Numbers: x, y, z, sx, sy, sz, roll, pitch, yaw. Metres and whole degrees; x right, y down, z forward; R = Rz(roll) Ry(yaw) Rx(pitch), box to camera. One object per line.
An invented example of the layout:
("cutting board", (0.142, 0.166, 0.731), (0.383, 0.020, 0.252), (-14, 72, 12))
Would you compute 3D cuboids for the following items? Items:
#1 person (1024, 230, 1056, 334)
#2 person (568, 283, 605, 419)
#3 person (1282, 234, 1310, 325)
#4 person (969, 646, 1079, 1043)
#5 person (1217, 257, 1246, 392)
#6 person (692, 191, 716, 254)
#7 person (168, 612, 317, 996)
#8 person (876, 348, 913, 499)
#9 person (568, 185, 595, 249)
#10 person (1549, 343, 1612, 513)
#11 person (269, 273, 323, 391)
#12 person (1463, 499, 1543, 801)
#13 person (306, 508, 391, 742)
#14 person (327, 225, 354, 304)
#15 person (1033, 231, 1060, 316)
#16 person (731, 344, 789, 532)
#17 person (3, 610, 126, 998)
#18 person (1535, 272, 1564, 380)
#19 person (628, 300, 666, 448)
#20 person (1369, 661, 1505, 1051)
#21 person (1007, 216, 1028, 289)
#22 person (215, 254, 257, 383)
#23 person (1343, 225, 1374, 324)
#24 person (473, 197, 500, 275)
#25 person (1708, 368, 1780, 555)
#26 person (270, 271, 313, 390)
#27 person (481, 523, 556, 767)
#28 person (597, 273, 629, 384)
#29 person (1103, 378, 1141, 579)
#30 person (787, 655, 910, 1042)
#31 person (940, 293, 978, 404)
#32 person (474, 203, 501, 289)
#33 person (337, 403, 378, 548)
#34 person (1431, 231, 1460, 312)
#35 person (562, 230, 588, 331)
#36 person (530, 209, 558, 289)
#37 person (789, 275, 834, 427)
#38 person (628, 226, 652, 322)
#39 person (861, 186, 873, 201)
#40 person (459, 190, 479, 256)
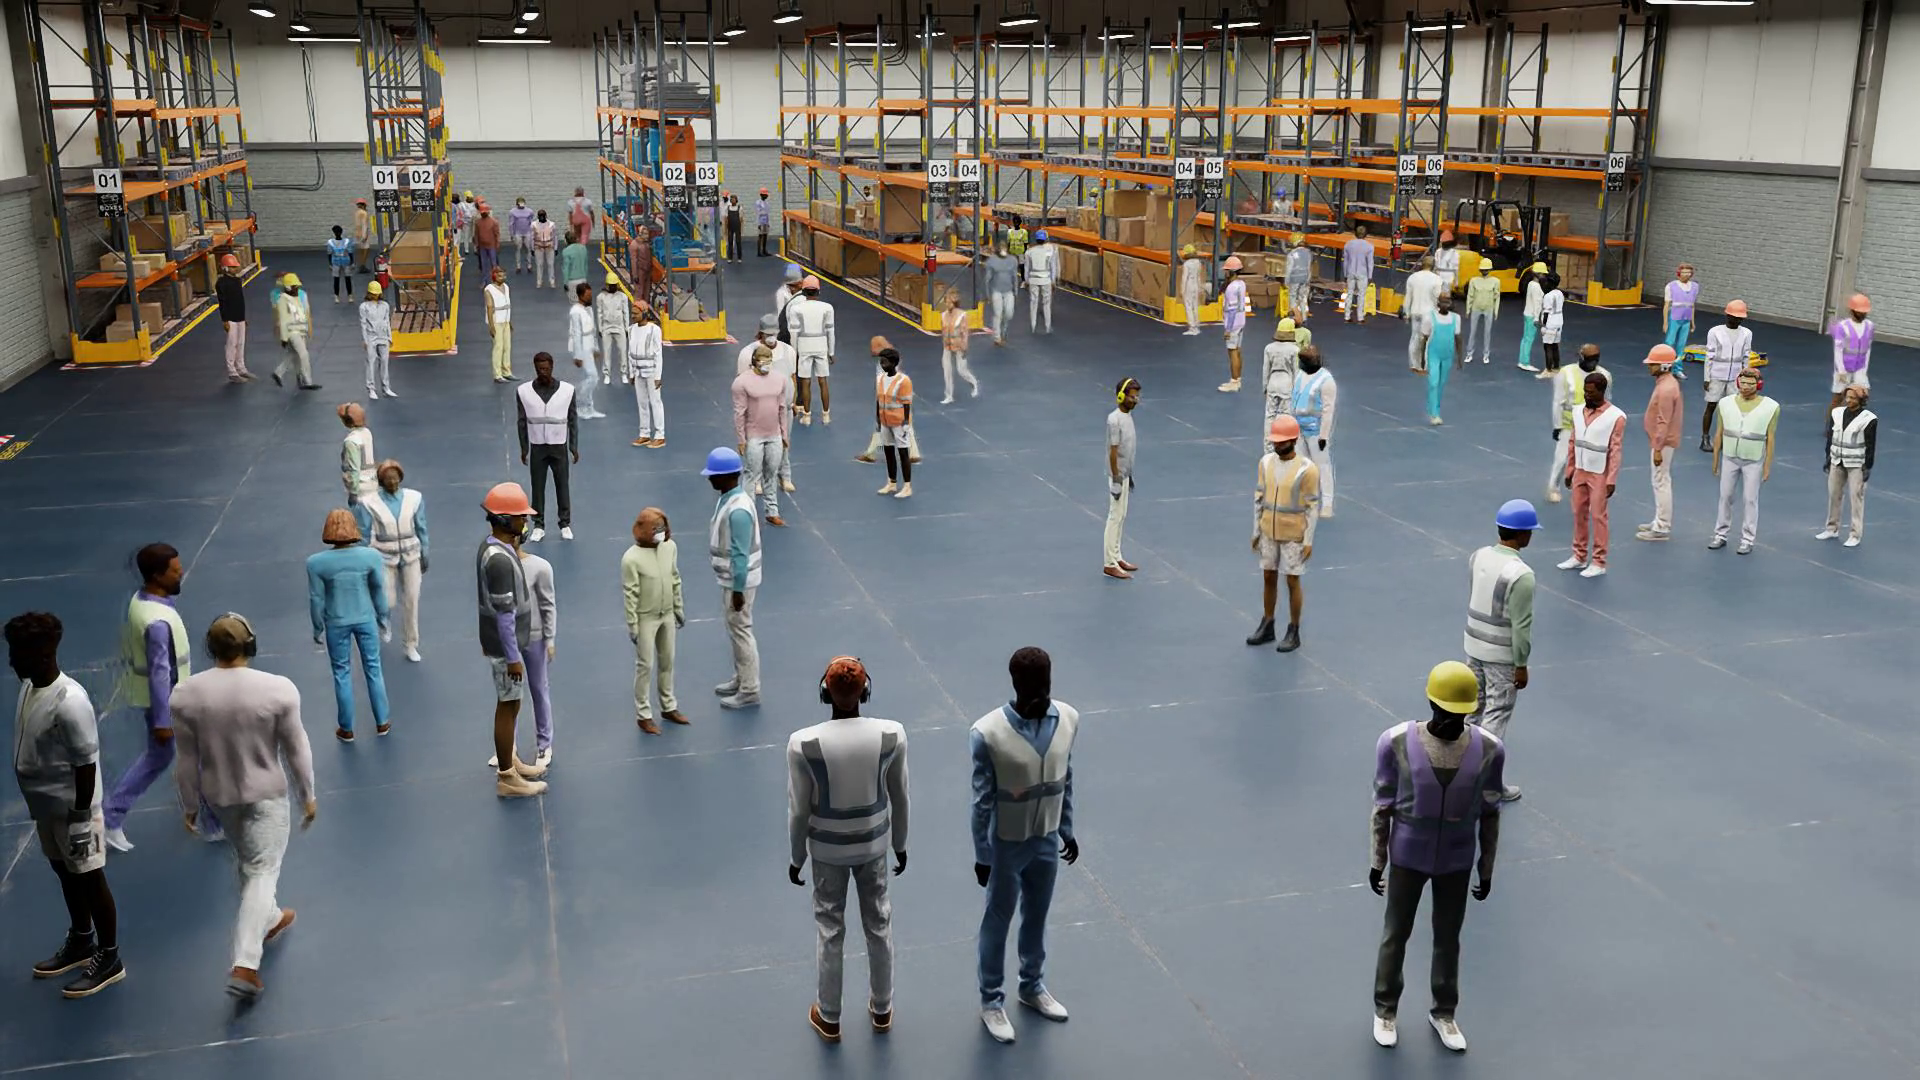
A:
("person", (1.520, -4.885, 31.495), (0.604, 1.949, 0.398), (4, 15, 13))
("person", (-5.191, -2.613, 23.043), (0.439, 1.905, 0.633), (0, 15, 1))
("person", (6.580, -5.071, 32.535), (0.616, 1.798, 0.413), (-10, 18, -34))
("person", (0.300, 1.405, 7.886), (0.590, 1.918, 0.389), (-10, 18, -33))
("person", (4.116, -3.257, 25.188), (0.395, 2.044, 0.609), (7, 16, 23))
("person", (-7.411, -9.094, 47.495), (0.942, 1.856, 0.603), (-1, 15, -4))
("person", (-3.592, 1.298, 8.337), (0.644, 1.905, 0.981), (0, 15, -1))
("person", (-0.738, -1.306, 18.538), (0.539, 1.687, 0.321), (14, 20, 42))
("person", (-10.578, -8.914, 46.478), (0.692, 2.000, 0.967), (2, 15, 6))
("person", (6.705, -1.236, 18.002), (0.643, 1.823, 0.634), (1, 15, 3))
("person", (-10.172, -3.158, 25.274), (0.776, 1.798, 0.596), (0, 15, 0))
("person", (3.424, 0.691, 10.545), (0.426, 1.938, 0.604), (-4, 15, -14))
("person", (-4.220, 0.586, 11.511), (0.504, 1.632, 0.269), (-8, 17, -27))
("person", (-13.457, -5.994, 36.165), (0.533, 1.691, 0.318), (-5, 16, -19))
("person", (1.729, -5.362, 33.637), (0.595, 1.778, 0.925), (-3, 15, -11))
("person", (-2.029, -1.055, 17.109), (0.629, 1.937, 0.373), (-12, 19, -37))
("person", (-4.450, 1.290, 8.230), (0.606, 1.964, 0.367), (12, 19, 39))
("person", (9.387, -3.400, 26.409), (0.322, 1.690, 0.532), (13, 19, 40))
("person", (-4.008, -2.113, 21.208), (0.576, 1.879, 0.356), (10, 18, 34))
("person", (2.189, 1.461, 7.679), (0.587, 1.919, 0.400), (1, 15, 5))
("person", (1.334, -6.720, 38.897), (0.535, 1.691, 0.319), (7, 16, 25))
("person", (-11.399, -3.484, 26.134), (0.382, 1.993, 0.622), (1, 15, 5))
("person", (7.847, -5.227, 32.829), (0.624, 1.931, 0.378), (10, 18, 33))
("person", (-11.976, -7.675, 42.024), (0.647, 1.940, 0.406), (10, 18, 34))
("person", (7.662, -0.781, 16.278), (0.560, 1.837, 0.390), (12, 19, 38))
("person", (-10.254, -3.250, 25.605), (0.567, 1.813, 0.723), (1, 15, 3))
("person", (-2.928, 0.653, 11.006), (0.523, 1.769, 0.320), (2, 15, 8))
("person", (-5.399, -3.299, 25.945), (0.487, 1.738, 0.320), (-3, 15, -10))
("person", (1.515, -0.582, 15.467), (0.328, 1.865, 0.521), (5, 16, 18))
("person", (-0.521, 1.444, 7.804), (0.584, 1.882, 0.347), (-5, 16, -17))
("person", (-0.026, -2.811, 24.315), (0.526, 1.617, 0.604), (11, 18, 35))
("person", (-11.061, -6.849, 38.829), (0.653, 1.989, 0.446), (3, 15, 10))
("person", (-5.570, -0.468, 15.472), (0.310, 1.636, 0.522), (-1, 15, -2))
("person", (9.345, -5.013, 32.109), (0.975, 1.890, 0.558), (-9, 17, -31))
("person", (-7.355, -4.955, 31.803), (0.378, 1.929, 0.635), (9, 17, 30))
("person", (-9.729, -6.804, 38.923), (0.634, 1.842, 0.429), (-3, 15, -13))
("person", (-2.010, -2.567, 22.590), (0.611, 2.042, 0.396), (-4, 15, -14))
("person", (-6.314, -5.289, 33.125), (0.400, 1.898, 0.650), (5, 16, 18))
("person", (-2.720, -9.539, 49.191), (0.505, 1.860, 0.330), (10, 18, 32))
("person", (-13.848, -8.951, 47.021), (0.602, 1.829, 0.404), (-11, 19, -37))
